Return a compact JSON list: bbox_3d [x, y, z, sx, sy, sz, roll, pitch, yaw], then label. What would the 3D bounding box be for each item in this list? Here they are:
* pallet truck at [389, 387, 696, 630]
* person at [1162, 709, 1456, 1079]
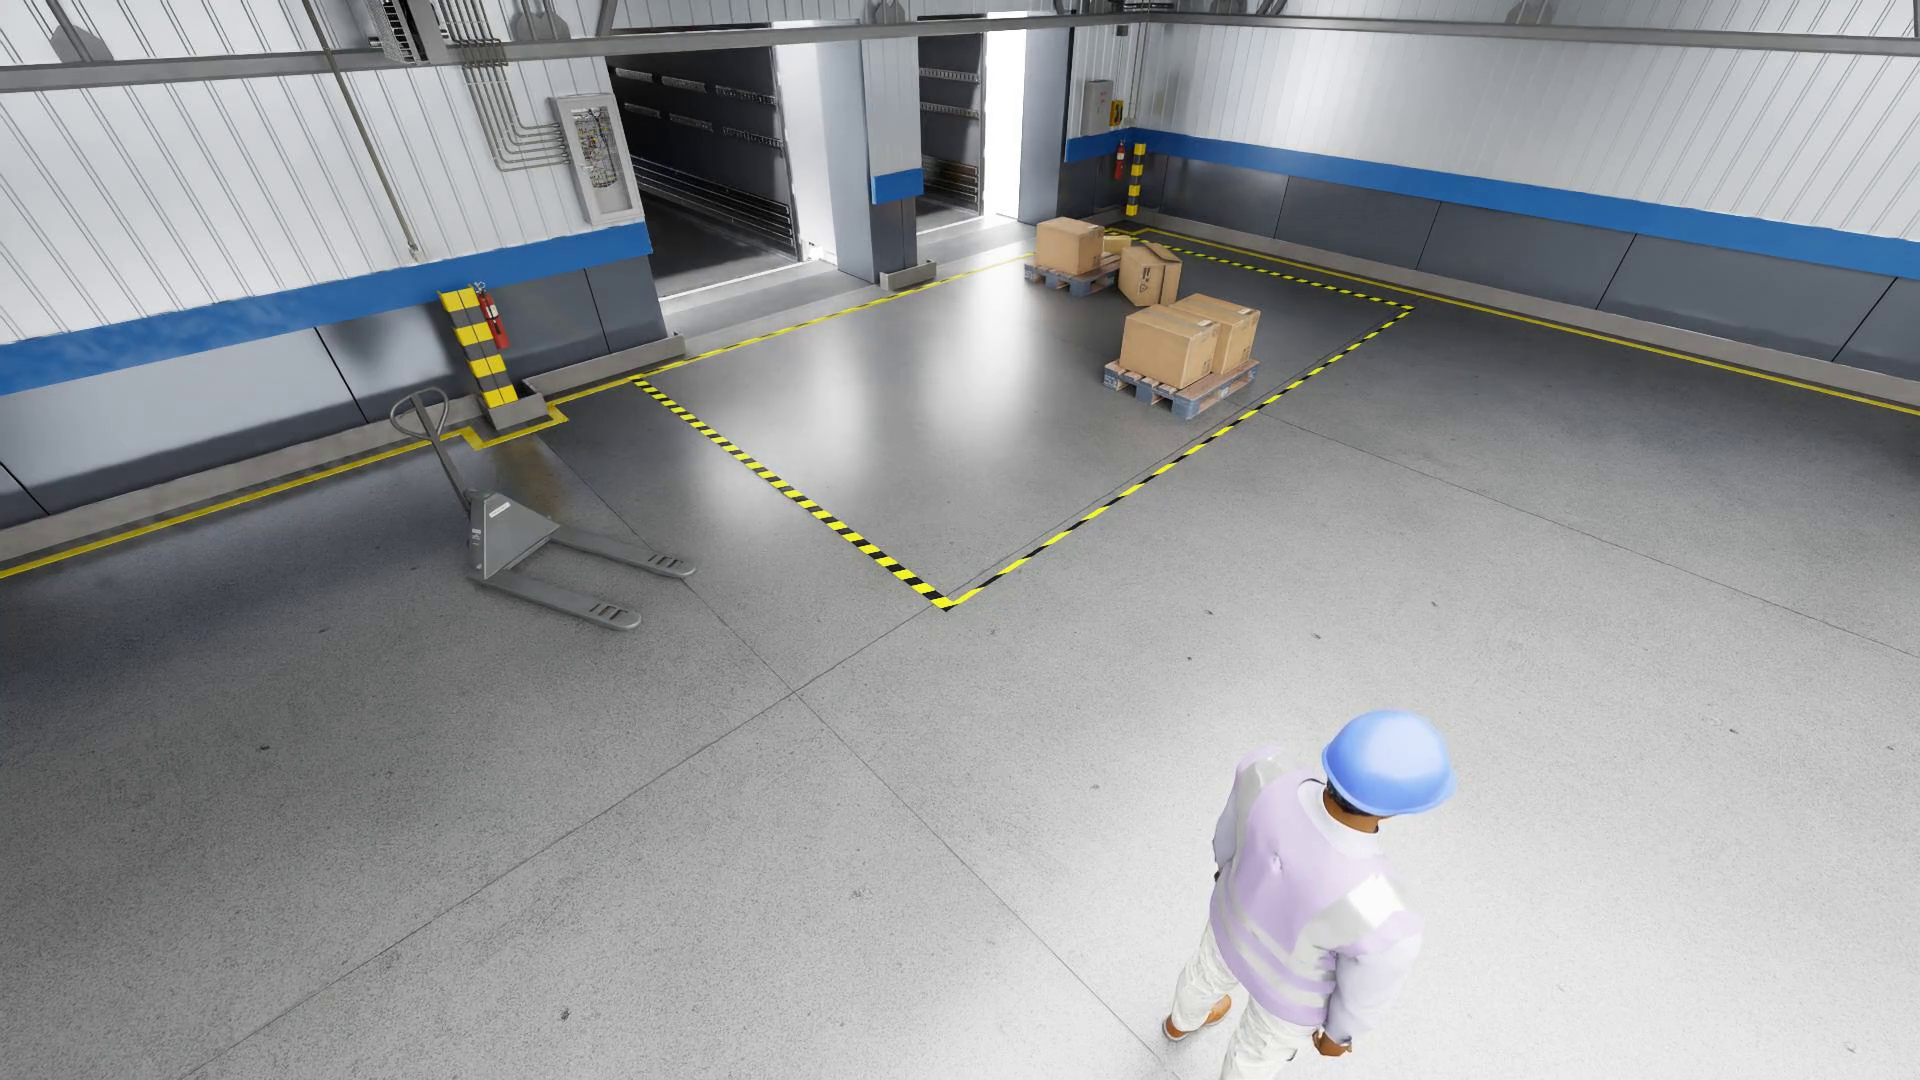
[{"bbox_3d":[-2.613,-0.247,4.593,1.601,1.201,0.680,14,40,17],"label":"pallet truck"},{"bbox_3d":[0.947,1.179,2.167,0.384,1.949,0.603,-12,39,-15],"label":"person"}]
